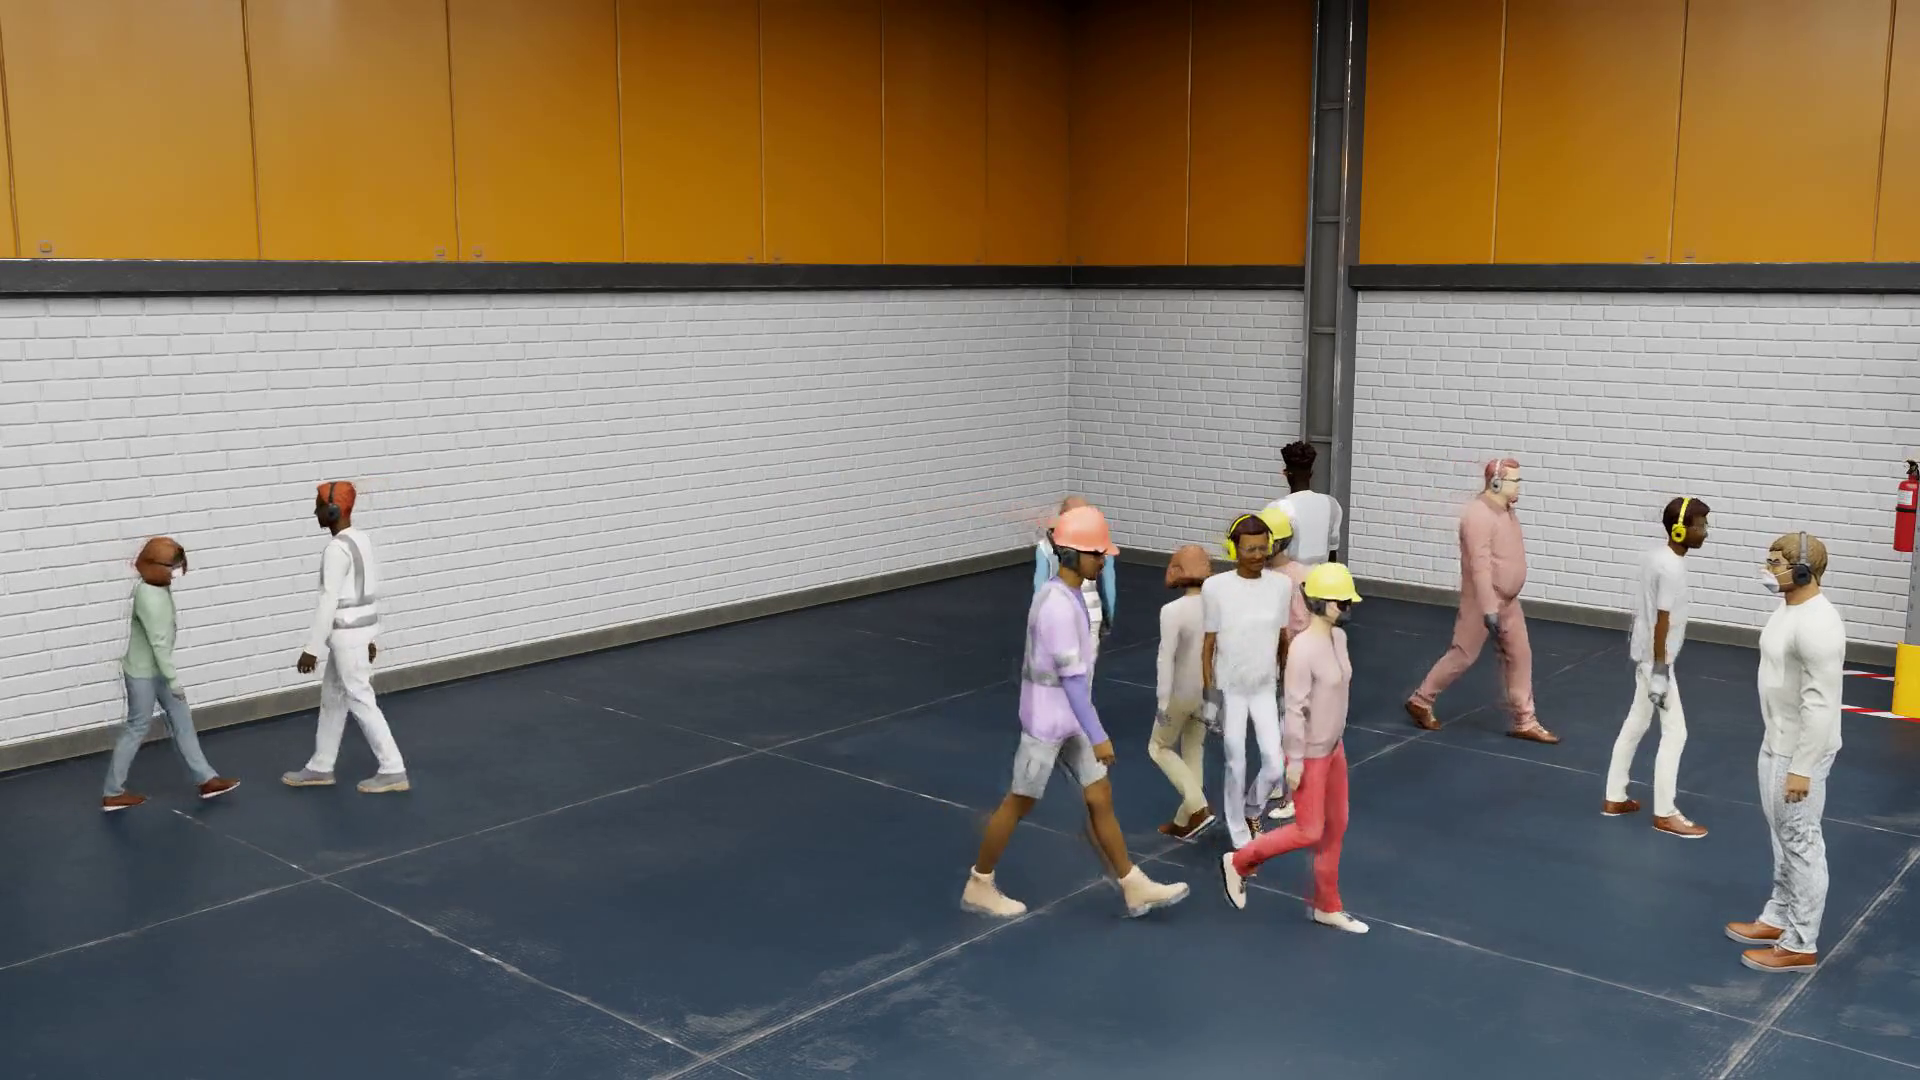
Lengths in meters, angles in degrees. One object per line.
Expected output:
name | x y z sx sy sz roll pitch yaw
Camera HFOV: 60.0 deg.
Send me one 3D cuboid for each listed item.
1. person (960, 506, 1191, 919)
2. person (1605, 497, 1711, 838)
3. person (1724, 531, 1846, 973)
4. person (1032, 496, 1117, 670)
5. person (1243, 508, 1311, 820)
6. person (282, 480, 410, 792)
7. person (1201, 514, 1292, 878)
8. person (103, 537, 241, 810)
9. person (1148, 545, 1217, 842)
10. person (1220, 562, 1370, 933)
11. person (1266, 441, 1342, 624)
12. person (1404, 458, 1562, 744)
person | 0.495 0.825 7.727 1.097 1.978 0.602 2 9 13
person | 3.849 0.679 9.116 0.526 1.839 0.590 3 9 16
person | 3.634 0.920 7.261 0.372 1.939 0.629 3 9 17
person | 0.745 0.509 10.855 0.548 1.600 0.798 0 9 2
person | 1.773 0.680 9.359 0.384 1.751 0.523 -6 11 -33
person | -3.623 0.574 9.728 0.678 1.870 0.591 -1 9 -9
person | 1.445 0.778 8.426 0.494 1.852 0.416 -1 9 -8
person | -4.542 0.752 9.435 0.731 1.572 0.538 -2 9 -13
person | 1.230 0.828 8.837 0.520 1.611 0.400 -7 12 -39
person | 1.574 0.951 7.679 0.598 1.752 0.528 6 11 33
person | 2.201 0.331 10.871 0.616 1.963 0.361 -5 10 -30
person | 3.427 0.381 10.889 0.959 1.866 0.641 8 12 41
